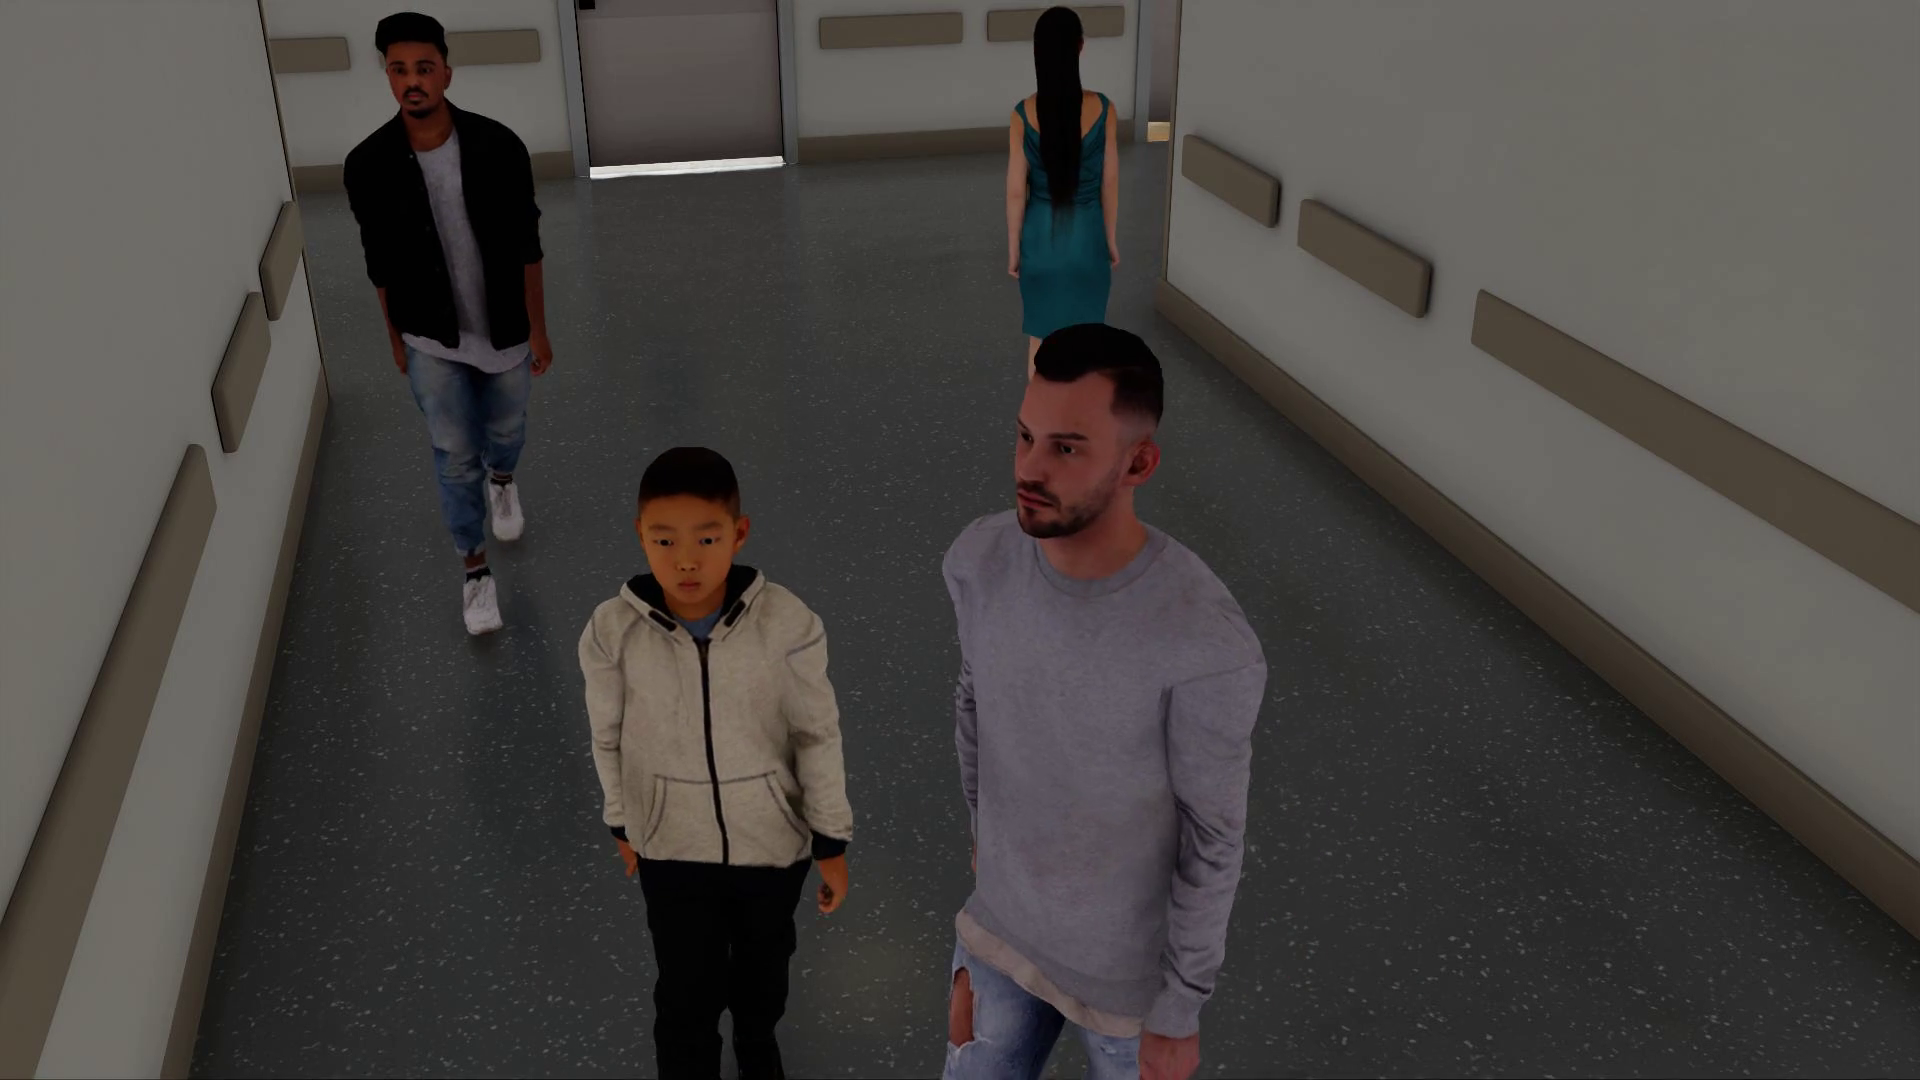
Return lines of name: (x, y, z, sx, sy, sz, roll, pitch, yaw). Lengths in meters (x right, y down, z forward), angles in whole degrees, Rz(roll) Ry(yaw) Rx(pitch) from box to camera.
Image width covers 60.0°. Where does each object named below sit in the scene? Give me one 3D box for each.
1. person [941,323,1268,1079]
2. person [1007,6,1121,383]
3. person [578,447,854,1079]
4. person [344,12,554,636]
person: (0.234, 0.541, 2.523, 1.106, 1.797, 1.230, 19, 31, 34)
person: (0.367, -0.968, 5.797, 0.794, 1.672, 0.743, 0, 26, 0)
person: (-0.425, 0.492, 3.049, 0.780, 1.430, 0.668, -5, 26, -10)
person: (-1.514, -0.697, 5.120, 1.146, 1.772, 0.817, -9, 27, -17)
